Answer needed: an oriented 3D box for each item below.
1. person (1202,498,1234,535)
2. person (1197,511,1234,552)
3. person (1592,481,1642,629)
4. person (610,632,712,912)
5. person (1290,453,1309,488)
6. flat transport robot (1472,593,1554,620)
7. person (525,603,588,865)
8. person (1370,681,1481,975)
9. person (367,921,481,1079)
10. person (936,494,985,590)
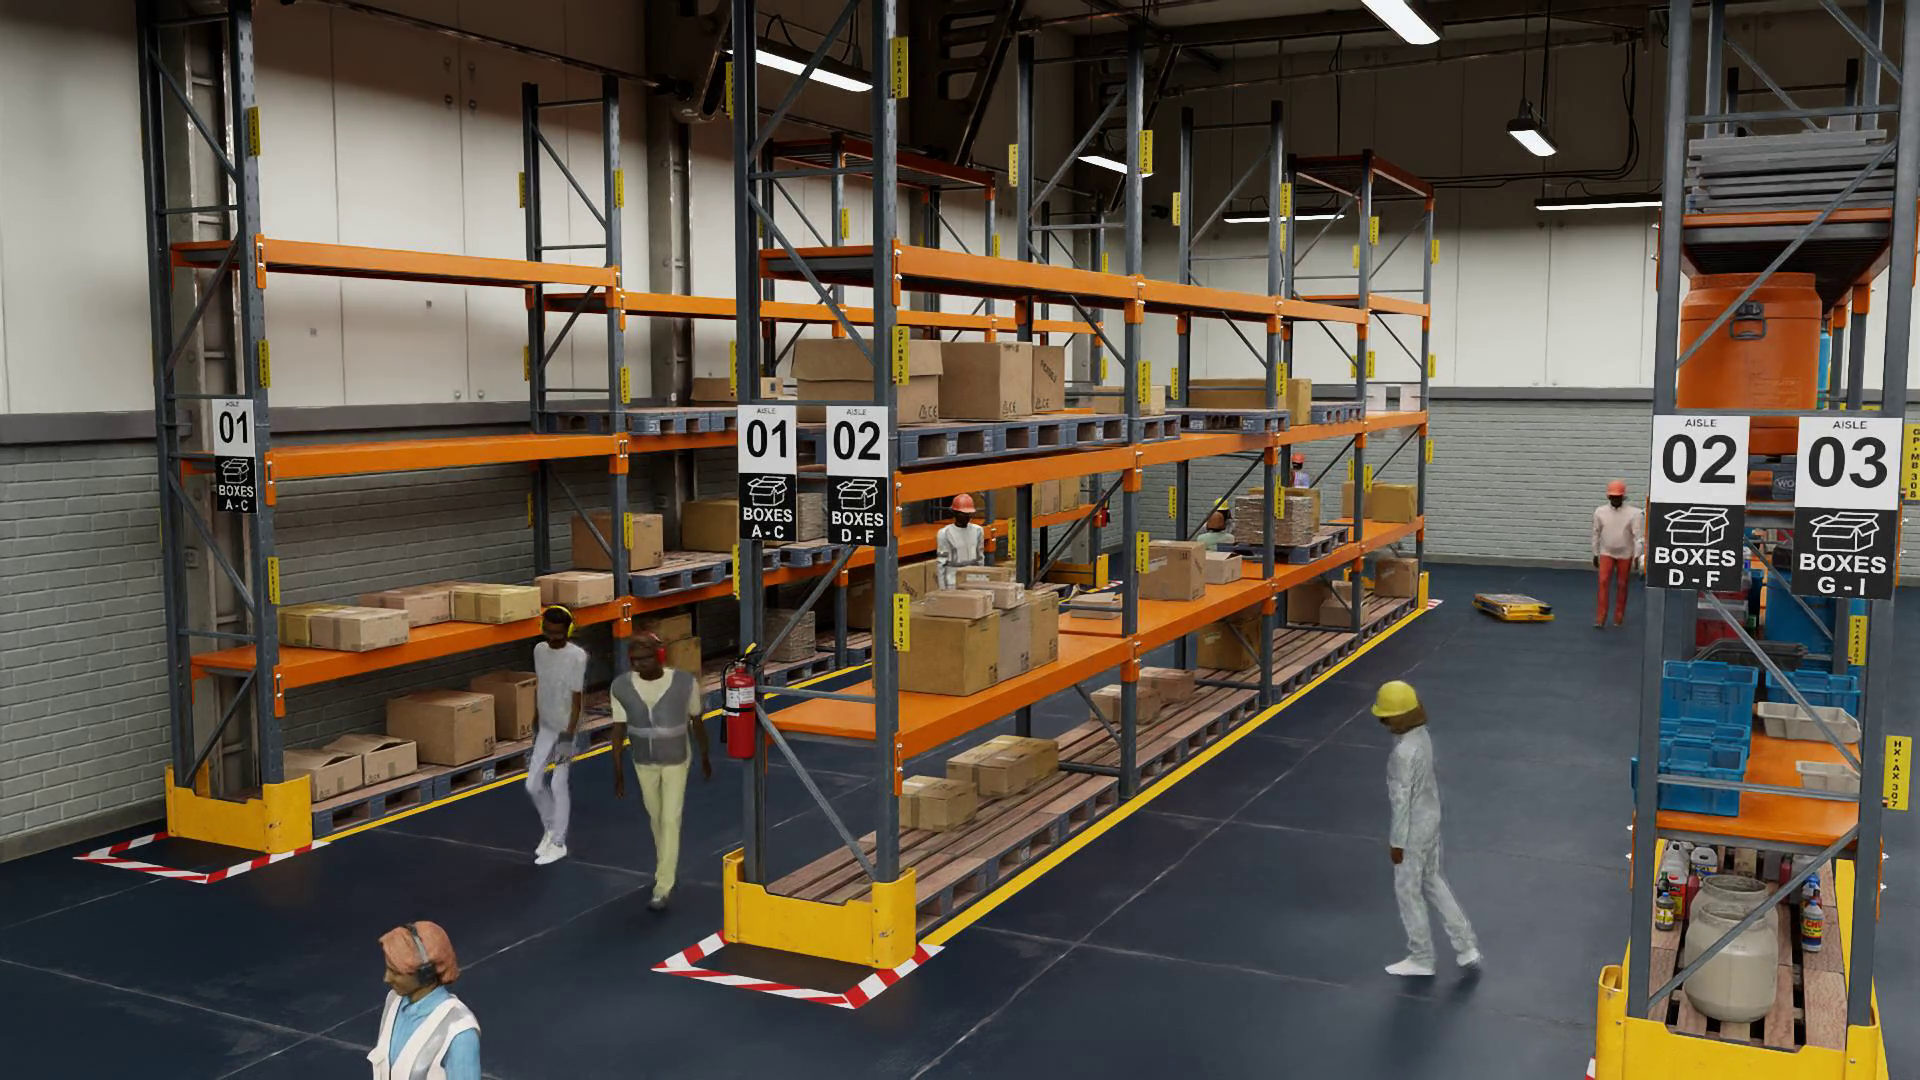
[{"bbox_3d":[3.409,0.319,21.818,0.484,1.745,0.297,-1,6,-7],"label":"person"},{"bbox_3d":[3.236,0.454,21.011,0.507,1.636,0.275,0,6,3],"label":"person"},{"bbox_3d":[8.621,0.204,21.872,0.636,1.951,0.914,3,7,29],"label":"person"},{"bbox_3d":[-1.923,1.449,10.695,0.594,1.776,0.999,0,6,4],"label":"person"},{"bbox_3d":[6.027,-0.595,29.771,0.542,1.939,0.359,5,8,39],"label":"person"},{"bbox_3d":[7.658,0.918,23.072,0.652,0.197,1.431,0,6,-1],"label":"flat transport robot"},{"bbox_3d":[-2.816,1.339,11.470,0.567,1.839,0.436,3,7,26],"label":"person"},{"bbox_3d":[2.612,1.623,9.325,0.611,1.696,0.543,3,7,28],"label":"person"},{"bbox_3d":[-1.753,2.049,5.497,0.513,1.639,0.311,5,8,41],"label":"person"},{"bbox_3d":[0.023,0.488,18.814,0.601,2.035,0.415,-4,7,-31],"label":"person"}]
